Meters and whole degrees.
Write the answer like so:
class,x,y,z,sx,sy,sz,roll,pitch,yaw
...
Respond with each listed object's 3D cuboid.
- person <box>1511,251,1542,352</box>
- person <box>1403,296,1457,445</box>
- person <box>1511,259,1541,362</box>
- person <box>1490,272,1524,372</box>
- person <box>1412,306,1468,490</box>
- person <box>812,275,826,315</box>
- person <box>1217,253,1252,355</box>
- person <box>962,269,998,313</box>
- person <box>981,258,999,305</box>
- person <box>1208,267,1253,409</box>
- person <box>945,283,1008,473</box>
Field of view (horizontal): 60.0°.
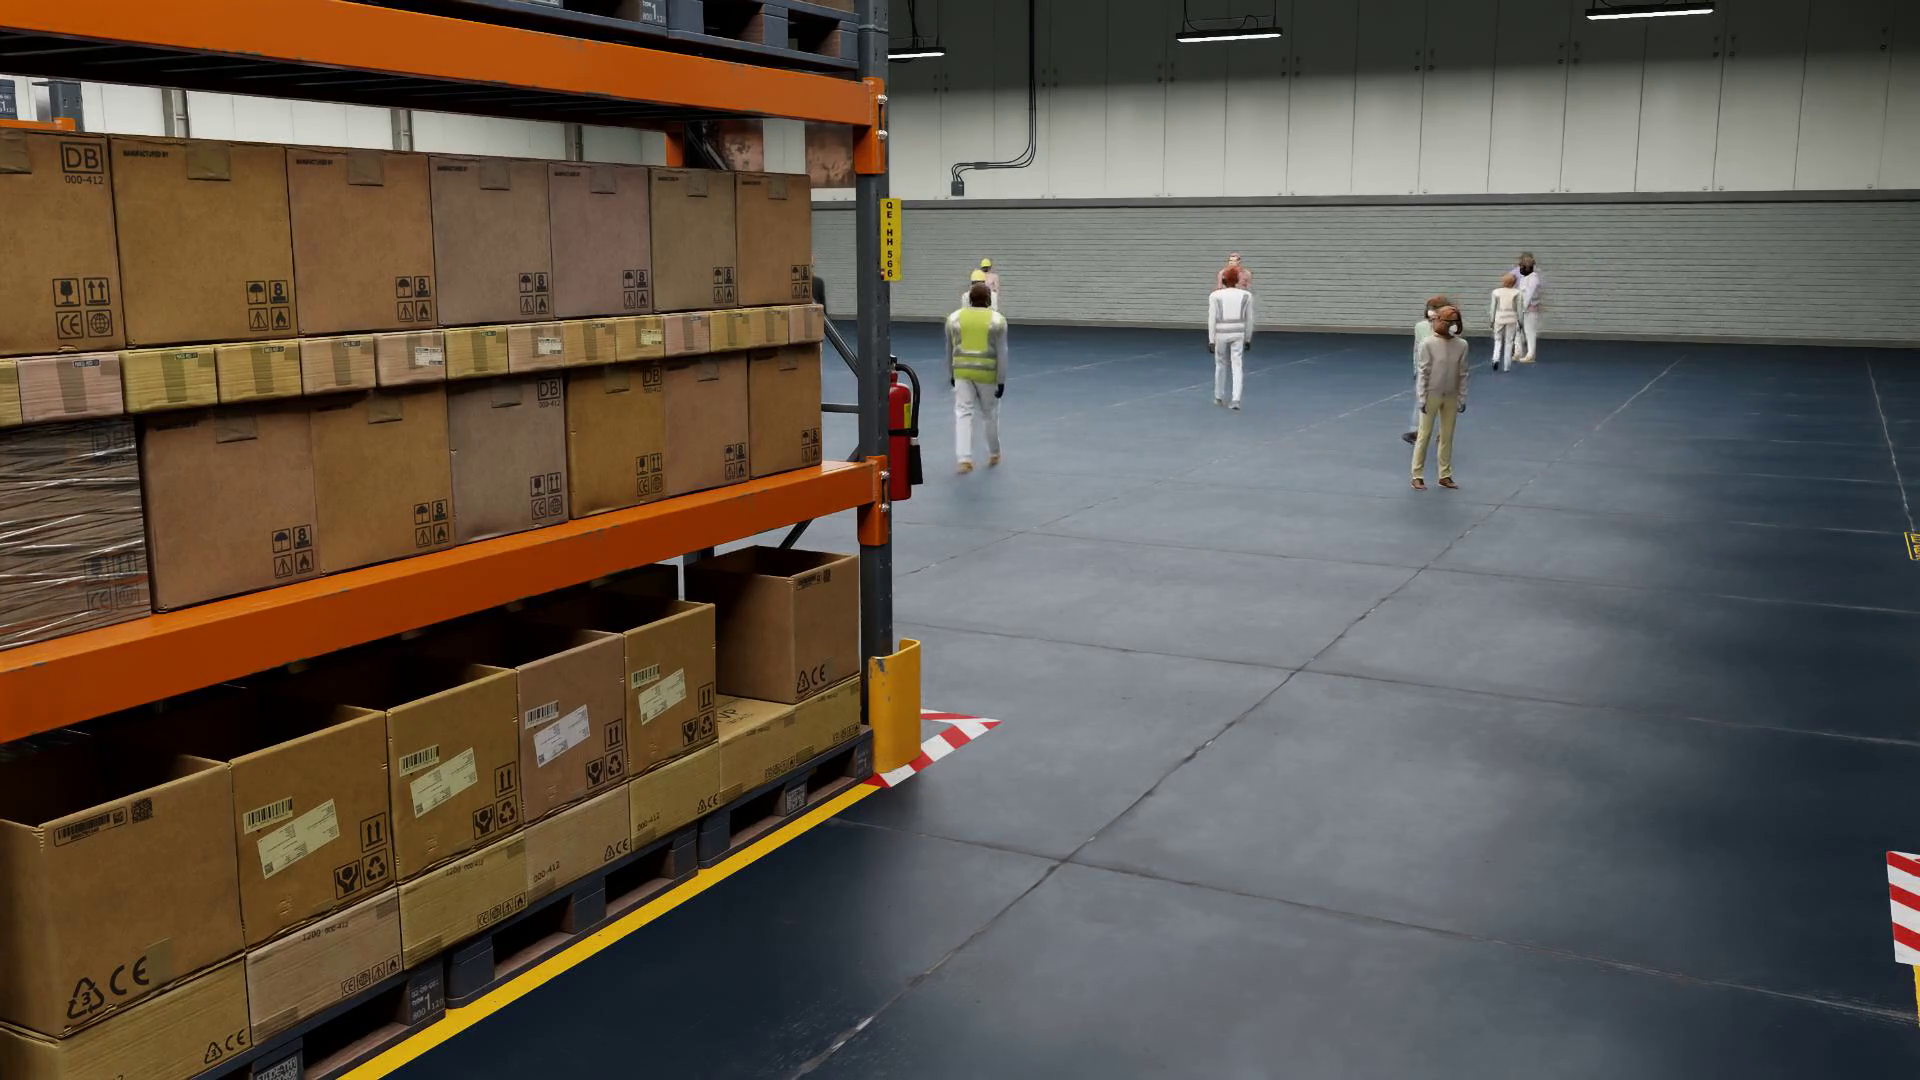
class,x,y,z,sx,sy,sz,roll,pitch,yaw
person,10.915,-4.591,32.089,0.653,1.926,0.438,-1,10,-5
person,5.069,-1.817,17.864,0.519,1.579,0.842,8,13,39
person,9.977,-4.047,29.437,0.576,1.820,0.622,0,10,0
person,8.980,-3.569,27.308,0.537,1.627,0.366,6,12,30
person,4.251,-1.247,14.693,0.496,1.627,0.301,-3,11,-15
person,-2.347,-3.377,25.347,0.629,1.970,0.716,-1,10,-8
person,5.151,-4.435,31.306,0.644,1.903,0.400,3,11,15
person,0.294,-3.128,24.582,0.540,1.747,0.610,1,10,4
person,0.558,-5.082,35.243,0.524,1.755,0.400,1,10,7
person,3.520,-2.626,21.643,0.594,1.834,0.979,0,10,-1
person,0.171,-1.561,15.945,0.628,1.792,0.962,2,11,10
